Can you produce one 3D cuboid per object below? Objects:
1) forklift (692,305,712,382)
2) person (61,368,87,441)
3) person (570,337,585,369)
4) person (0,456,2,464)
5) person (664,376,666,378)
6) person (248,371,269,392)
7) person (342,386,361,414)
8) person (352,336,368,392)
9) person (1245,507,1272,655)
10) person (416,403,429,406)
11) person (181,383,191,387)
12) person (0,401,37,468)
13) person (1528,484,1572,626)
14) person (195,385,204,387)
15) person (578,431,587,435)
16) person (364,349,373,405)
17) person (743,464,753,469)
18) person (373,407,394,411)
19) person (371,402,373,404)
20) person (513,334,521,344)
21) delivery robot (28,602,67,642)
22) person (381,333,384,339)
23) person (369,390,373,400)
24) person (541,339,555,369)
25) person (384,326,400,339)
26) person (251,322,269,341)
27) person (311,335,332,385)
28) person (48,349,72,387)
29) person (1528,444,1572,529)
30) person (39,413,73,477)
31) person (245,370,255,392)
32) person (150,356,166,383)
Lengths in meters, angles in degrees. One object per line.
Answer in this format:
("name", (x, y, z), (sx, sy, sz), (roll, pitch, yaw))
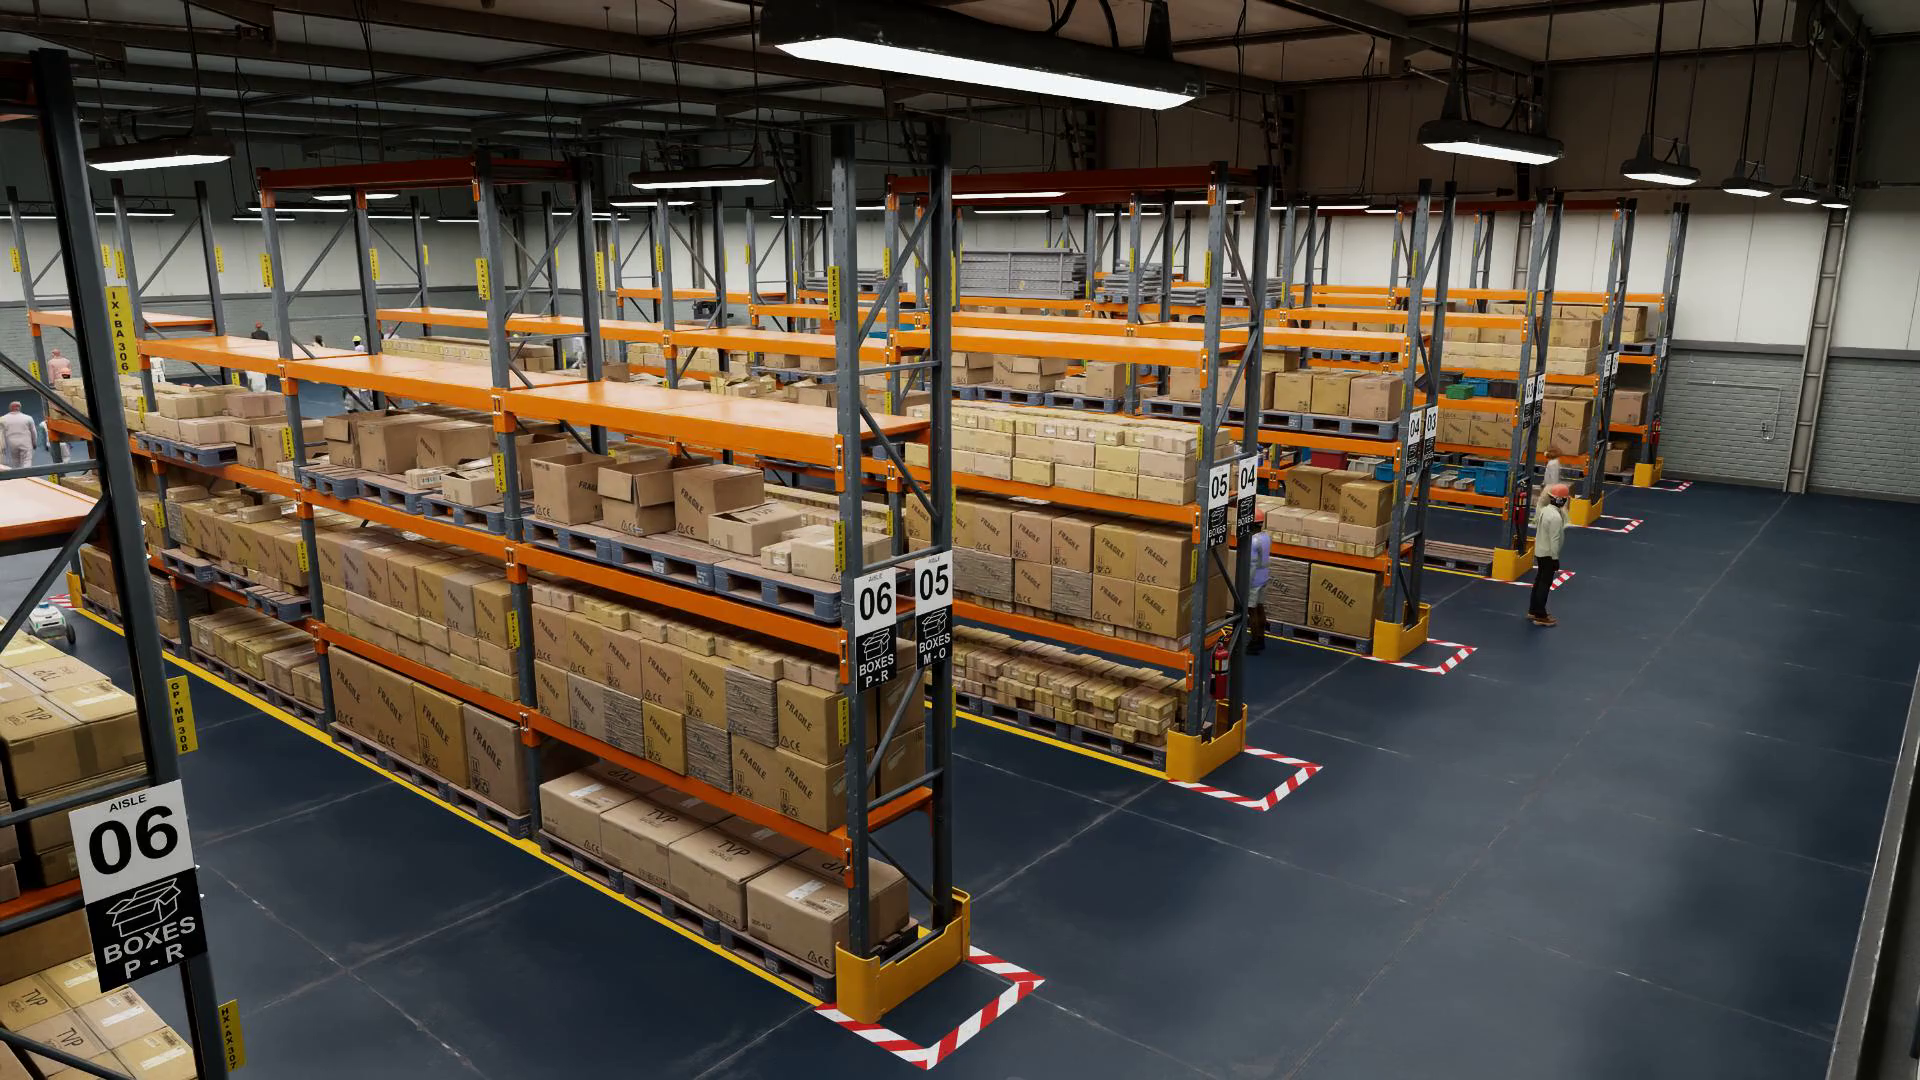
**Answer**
("forklift", (-9.511, -7.392, 47.124), (1.873, 2.768, 1.129), (11, 17, 38))
("person", (-23.588, -3.599, 33.395), (0.553, 1.935, 0.362), (-7, 16, -28))
("person", (-15.045, -7.471, 49.596), (0.740, 1.806, 0.598), (-12, 18, -40))
("person", (-19.199, -1.547, 25.027), (0.793, 1.907, 0.595), (-6, 15, -25))
("person", (-8.275, -4.201, 36.116), (0.536, 1.825, 0.590), (10, 17, 36))
("person", (-20.749, -4.482, 37.268), (0.541, 1.832, 0.956), (-11, 18, -38))
("person", (-16.813, -3.952, 34.802), (0.454, 1.954, 0.640), (4, 14, 16))
("person", (-20.922, -6.150, 43.910), (0.367, 1.927, 0.587), (-2, 14, -8))
("person", (3.830, 0.523, 16.443), (0.374, 1.934, 0.549), (10, 17, 36))
("person", (-16.218, -4.637, 37.891), (0.640, 1.829, 0.611), (-6, 15, -25))
("person", (-18.561, -2.837, 30.369), (0.574, 1.887, 0.355), (2, 14, 7))
("person", (-20.393, -2.070, 27.310), (0.664, 1.854, 0.953), (-7, 15, -26))
("person", (8.305, 0.188, 17.725), (0.407, 1.986, 0.619), (3, 14, 11))
("person", (-17.789, -2.693, 29.668), (0.376, 1.939, 0.547), (-8, 16, -30))
("person", (-7.098, -1.216, 24.044), (0.503, 1.716, 0.504), (-10, 17, -35))
("person", (-18.985, -5.251, 40.480), (0.877, 1.808, 0.531), (13, 19, 43))
("person", (-3.518, -0.457, 21.103), (0.285, 1.633, 0.498), (9, 16, 33))
("person", (-13.054, -2.409, 28.612), (0.337, 1.882, 0.585), (5, 14, 19))
("person", (-18.396, -5.058, 40.120), (0.874, 1.574, 0.518), (-2, 14, -9))
("person", (-16.535, -6.845, 47.161), (0.526, 1.740, 0.741), (-3, 14, -12))
("delivery robot", (-12.270, 1.082, 16.915), (0.477, 0.478, 0.707), (-12, 18, -41))
("person", (-20.703, -6.467, 45.235), (0.592, 1.919, 0.392), (-9, 16, -33))
("person", (-17.611, -4.713, 38.090), (0.598, 1.887, 0.655), (10, 17, 35))
("person", (-13.749, -5.725, 42.018), (0.537, 2.000, 0.698), (-13, 19, -43))
("person", (-21.987, -7.320, 48.789), (0.662, 1.891, 0.642), (-4, 14, -17))
("person", (-27.557, -7.583, 49.668), (0.622, 1.992, 0.388), (-10, 17, -36))
("person", (-23.422, -6.604, 46.071), (0.967, 1.801, 0.623), (1, 14, 5))
("person", (-27.903, -4.958, 39.053), (0.409, 1.908, 0.639), (6, 15, 24))
("person", (11.006, -0.986, 23.359), (0.831, 1.595, 0.502), (8, 16, 29))
("person", (-19.975, -2.090, 27.848), (0.576, 1.611, 0.470), (-3, 14, -14))
("person", (-22.699, -5.335, 40.568), (0.611, 1.928, 0.781), (0, 14, 1))
("person", (-26.596, -5.472, 41.721), (0.309, 1.641, 0.513), (11, 18, 39))
